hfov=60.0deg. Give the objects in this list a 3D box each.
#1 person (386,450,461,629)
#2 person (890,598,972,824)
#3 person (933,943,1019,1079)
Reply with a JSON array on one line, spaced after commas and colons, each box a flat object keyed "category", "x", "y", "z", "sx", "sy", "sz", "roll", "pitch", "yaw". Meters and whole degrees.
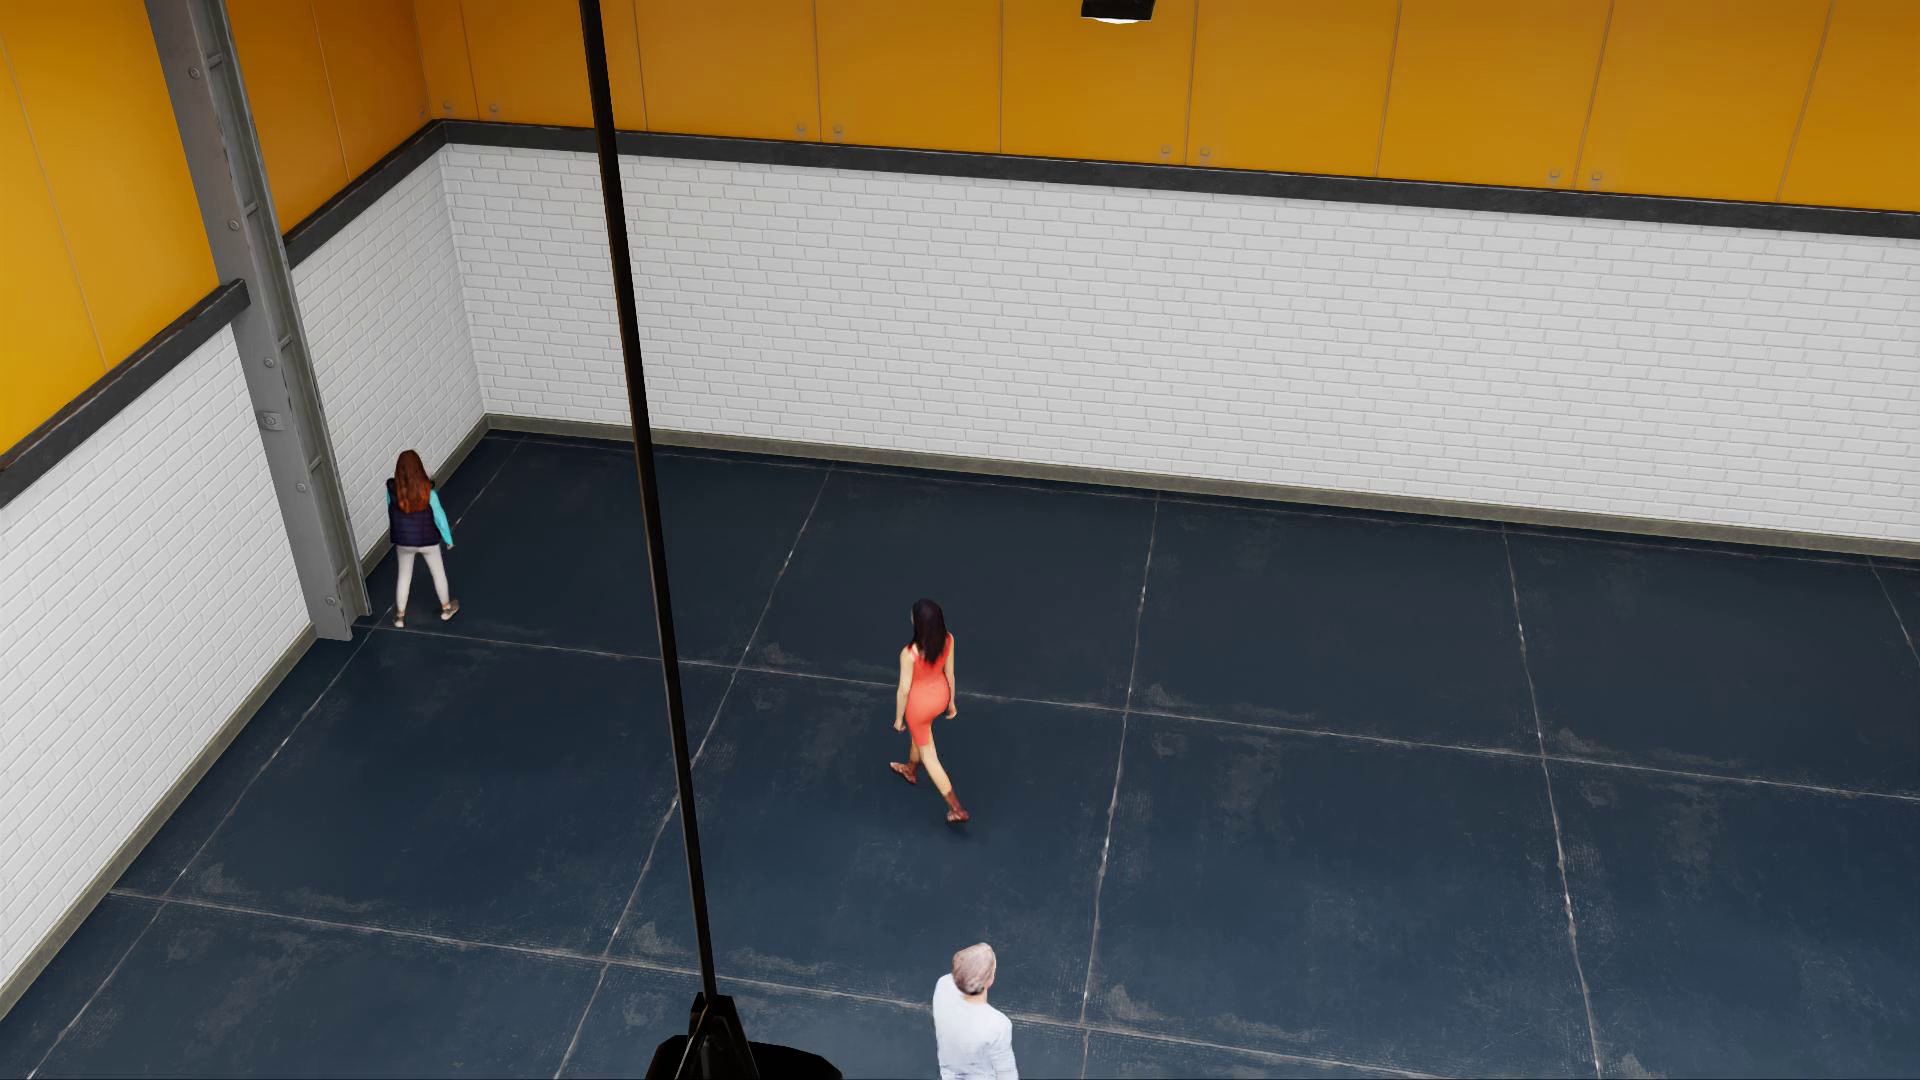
[{"category": "person", "x": -4.222, "y": -0.013, "z": 12.982, "sx": 0.783, "sy": 1.488, "sz": 0.730, "roll": -1, "pitch": 34, "yaw": -1}, {"category": "person", "x": -0.179, "y": 1.156, "z": 11.046, "sx": 1.098, "sy": 1.685, "sz": 1.098, "roll": -26, "pitch": 41, "yaw": -33}, {"category": "person", "x": 0.021, "y": 2.781, "z": 8.426, "sx": 1.124, "sy": 1.878, "sz": 1.014, "roll": -28, "pitch": 42, "yaw": -35}]
